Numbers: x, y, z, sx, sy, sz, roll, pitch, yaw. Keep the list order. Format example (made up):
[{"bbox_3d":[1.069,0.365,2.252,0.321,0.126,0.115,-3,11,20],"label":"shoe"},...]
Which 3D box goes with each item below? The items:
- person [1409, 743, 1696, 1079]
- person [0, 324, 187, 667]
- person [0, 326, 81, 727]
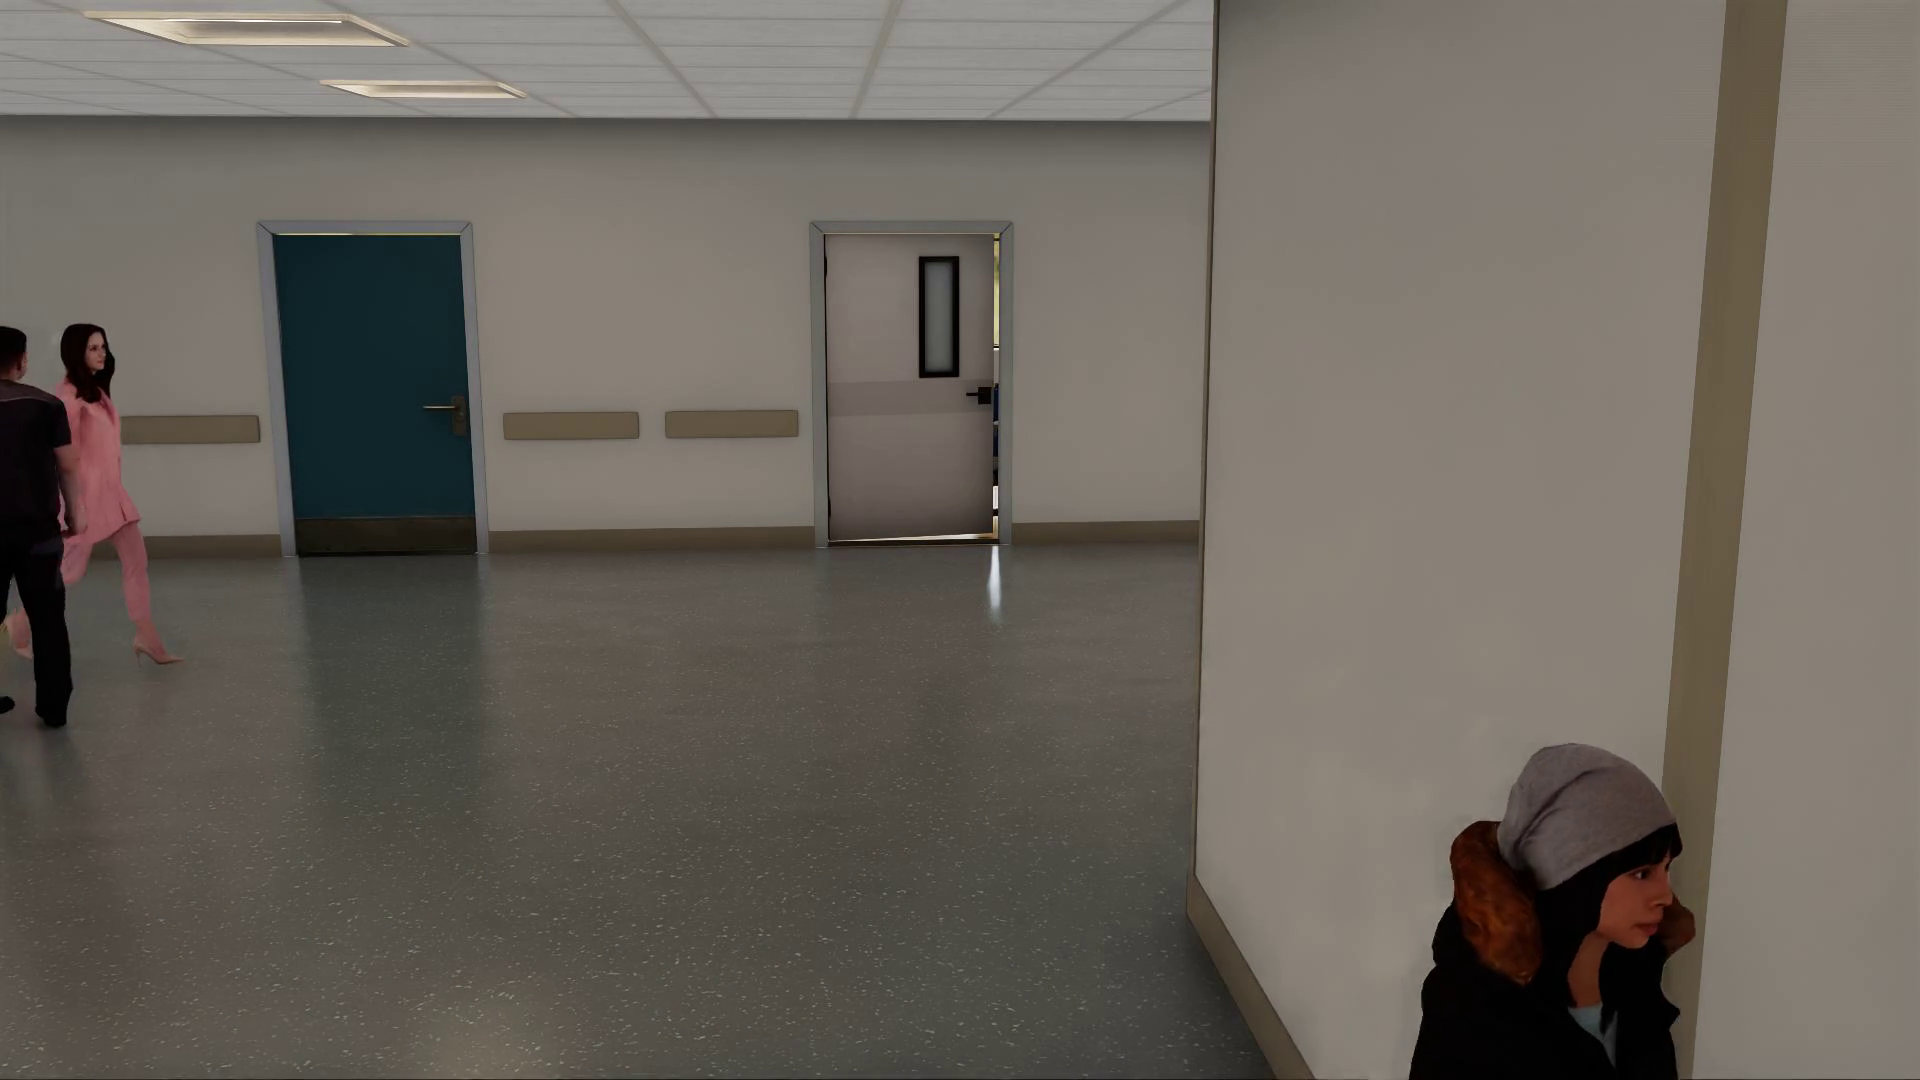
[{"bbox_3d":[0.720,1.053,2.373,1.018,1.605,0.998,-8,13,-36],"label":"person"},{"bbox_3d":[-4.499,-0.177,8.427,1.138,1.765,0.649,0,11,0],"label":"person"},{"bbox_3d":[-4.253,-0.036,7.503,0.751,1.833,0.901,-6,12,-29],"label":"person"}]
